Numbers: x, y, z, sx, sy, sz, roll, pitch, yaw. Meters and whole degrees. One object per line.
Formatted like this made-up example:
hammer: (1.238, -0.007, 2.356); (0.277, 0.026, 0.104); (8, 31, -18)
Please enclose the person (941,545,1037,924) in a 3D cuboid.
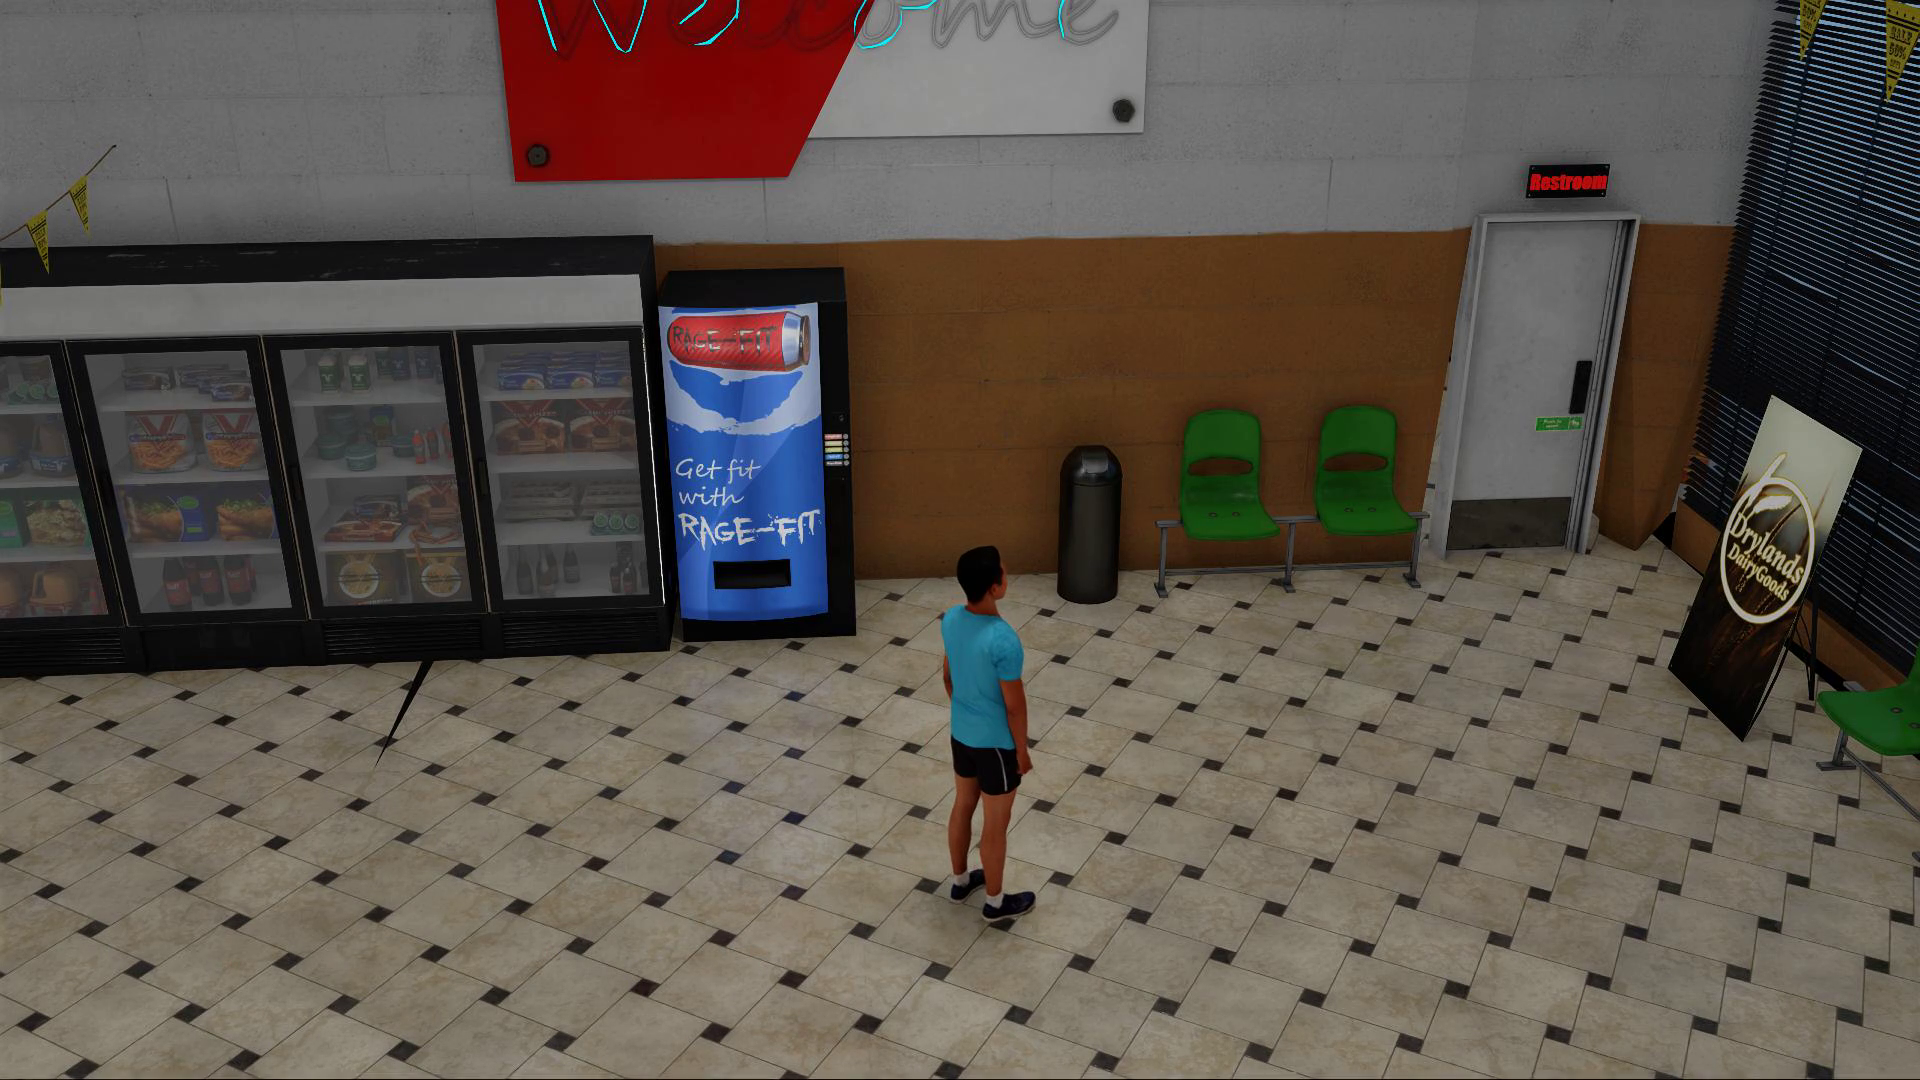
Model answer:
person: (0.101, 0.853, 7.265); (0.751, 1.777, 0.662); (-20, 31, -38)
